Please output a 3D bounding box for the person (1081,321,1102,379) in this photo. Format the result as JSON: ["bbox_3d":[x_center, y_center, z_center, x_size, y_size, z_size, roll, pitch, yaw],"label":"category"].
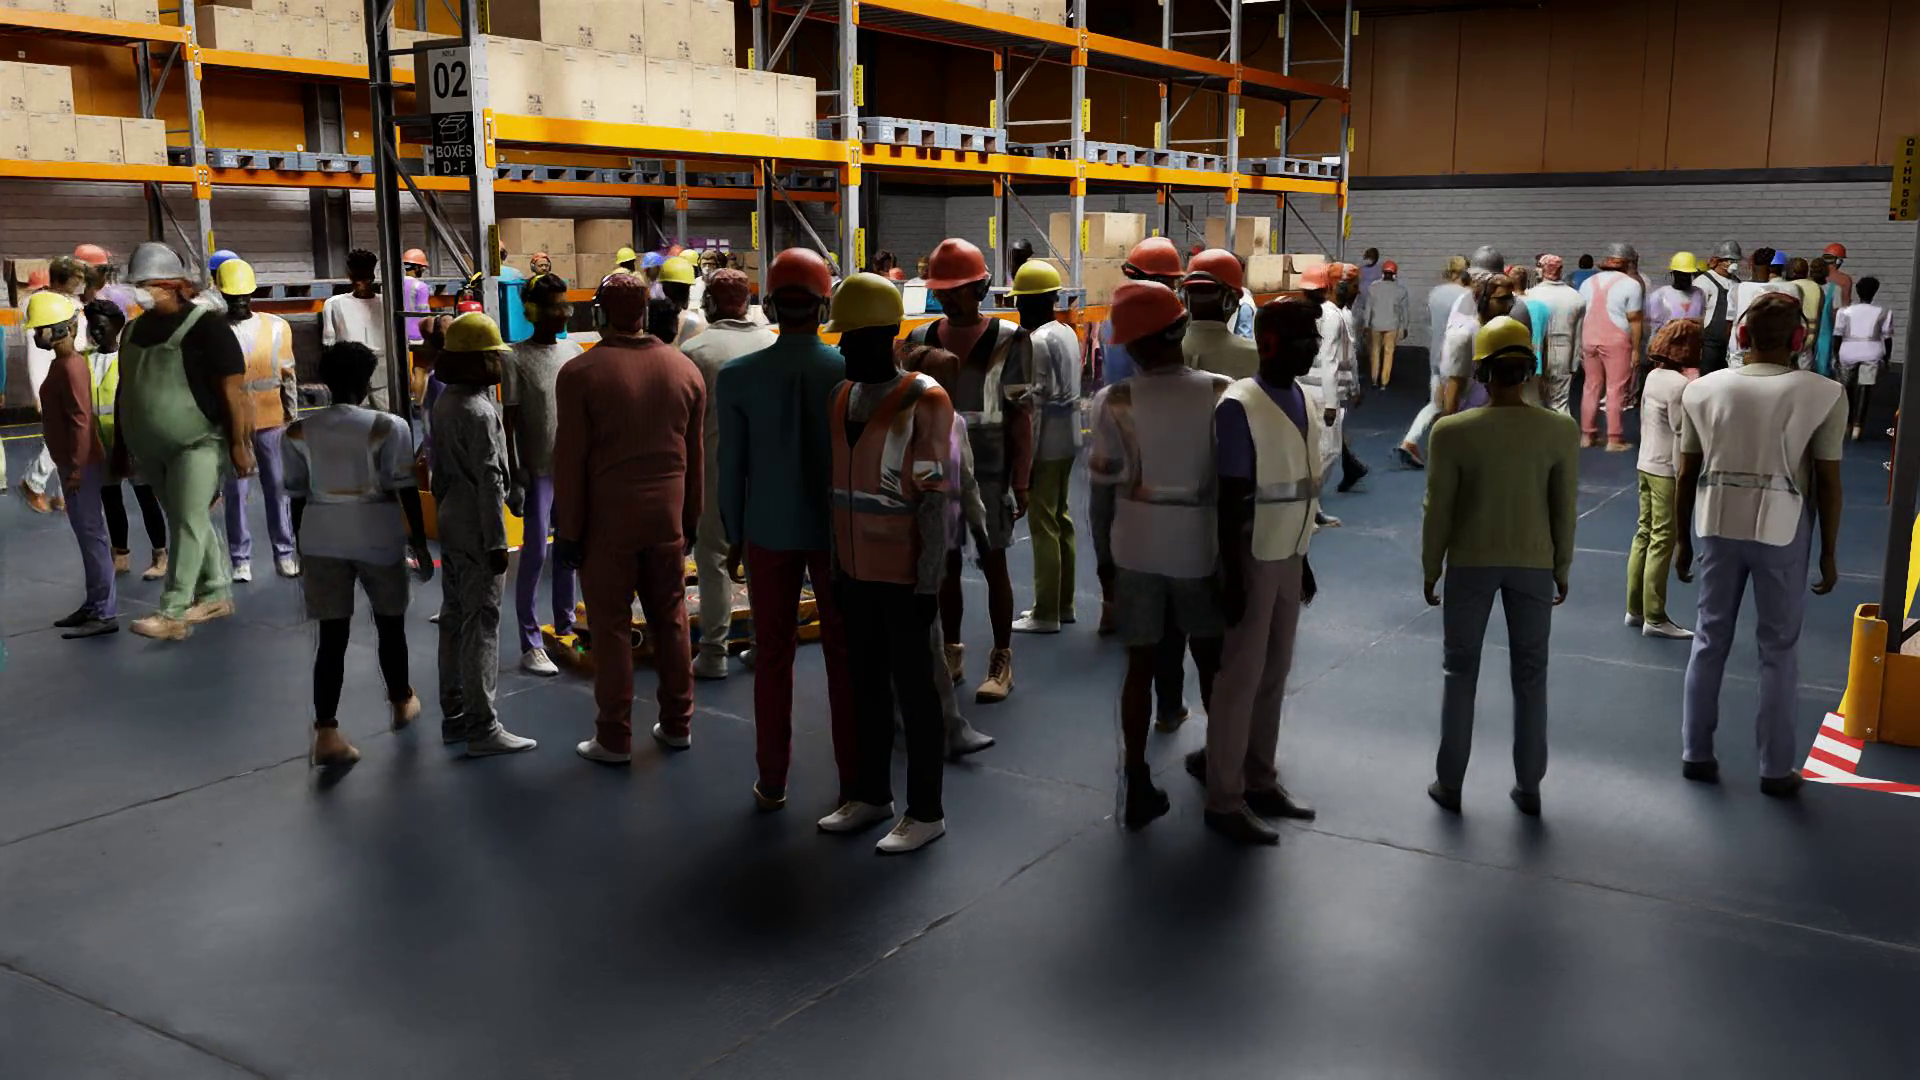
[{"bbox_3d":[1.973,-3.361,24.417,0.408,1.986,0.618,-9,13,-40],"label":"person"}]

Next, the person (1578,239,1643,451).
[{"bbox_3d":[6.324,-1.890,16.105,0.536,2.000,0.688,-6,12,-32],"label":"person"}]

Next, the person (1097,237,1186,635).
[{"bbox_3d":[0.928,-0.481,8.329,0.399,2.040,0.610,-5,12,-27],"label":"person"}]

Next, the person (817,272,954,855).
[{"bbox_3d":[-0.267,0.077,5.551,0.385,1.919,0.583,-9,14,-42],"label":"person"}]

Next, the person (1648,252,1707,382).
[{"bbox_3d":[6.913,-1.796,15.949,0.609,1.902,0.700,-1,10,-6],"label":"person"}]

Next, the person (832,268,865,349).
[{"bbox_3d":[-1.571,-3.206,24.071,0.643,1.808,0.455,6,12,31],"label":"person"}]

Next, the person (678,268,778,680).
[{"bbox_3d":[-1.068,-0.303,7.721,0.654,1.899,0.398,-9,14,-42],"label":"person"}]

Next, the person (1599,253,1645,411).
[{"bbox_3d":[7.860,-2.476,19.763,0.399,1.899,0.635,9,14,42],"label":"person"}]

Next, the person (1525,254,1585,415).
[{"bbox_3d":[5.098,-1.533,14.533,0.646,1.899,0.396,-2,11,-13],"label":"person"}]

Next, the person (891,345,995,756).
[{"bbox_3d":[-0.079,0.043,6.598,0.798,1.601,0.518,7,13,36],"label":"person"}]

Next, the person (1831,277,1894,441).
[{"bbox_3d":[9.182,-1.845,16.936,0.545,1.646,0.890,6,12,30],"label":"person"}]

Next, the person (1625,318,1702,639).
[{"bbox_3d":[3.627,-0.319,8.528,0.280,1.633,0.502,0,10,2],"label":"person"}]

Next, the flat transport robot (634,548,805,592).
[{"bbox_3d":[-1.307,0.149,9.708,0.652,0.197,1.431,6,12,31],"label":"flat transport robot"}]

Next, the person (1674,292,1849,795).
[{"bbox_3d":[2.911,0.016,6.119,0.564,1.837,0.385,9,14,41],"label":"person"}]

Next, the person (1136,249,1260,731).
[{"bbox_3d":[1.010,-0.181,6.785,0.609,1.986,0.392,5,12,27],"label":"person"}]

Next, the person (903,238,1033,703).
[{"bbox_3d":[0.014,-0.296,7.319,0.612,2.029,0.407,4,11,21],"label":"person"}]

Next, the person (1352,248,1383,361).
[{"bbox_3d":[6.820,-3.916,27.729,0.449,1.897,0.675,-7,12,-33],"label":"person"}]

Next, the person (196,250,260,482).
[{"bbox_3d":[-6.180,-1.462,14.023,0.414,1.940,0.611,1,10,4],"label":"person"}]

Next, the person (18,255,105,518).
[{"bbox_3d":[-6.542,-1.099,12.065,0.496,1.913,0.649,0,10,2],"label":"person"}]

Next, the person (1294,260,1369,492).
[{"bbox_3d":[2.875,-1.226,12.901,0.989,1.887,0.582,-7,12,-34],"label":"person"}]

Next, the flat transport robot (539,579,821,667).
[{"bbox_3d":[-1.329,0.392,8.363,1.431,0.197,0.652,-6,12,-31],"label":"flat transport robot"}]

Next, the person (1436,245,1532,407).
[{"bbox_3d":[3.876,-1.195,12.252,0.920,2.000,0.679,-6,12,-30],"label":"person"}]

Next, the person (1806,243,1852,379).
[{"bbox_3d":[10.750,-2.677,20.636,0.413,1.987,0.608,-6,12,-32],"label":"person"}]

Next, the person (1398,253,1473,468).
[{"bbox_3d":[4.240,-1.540,14.526,0.800,1.911,0.643,-4,11,-23],"label":"person"}]

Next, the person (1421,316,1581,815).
[{"bbox_3d":[1.896,0.096,5.890,0.528,1.761,0.339,2,10,9],"label":"person"}]

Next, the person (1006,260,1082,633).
[{"bbox_3d":[0.422,-0.476,8.612,0.397,1.920,0.587,4,11,21],"label":"person"}]

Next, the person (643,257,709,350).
[{"bbox_3d":[-1.809,-0.851,10.694,0.621,1.909,0.457,4,11,23],"label":"person"}]

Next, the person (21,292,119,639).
[{"bbox_3d":[-4.554,-0.380,8.514,0.324,1.763,0.524,-6,12,-31],"label":"person"}]

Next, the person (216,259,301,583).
[{"bbox_3d":[-4.226,-0.700,9.877,0.592,1.912,0.397,-7,13,-36],"label":"person"}]

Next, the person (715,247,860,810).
[{"bbox_3d":[-0.549,-0.027,5.905,0.608,1.995,0.376,-1,10,-4],"label":"person"}]

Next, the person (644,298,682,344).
[{"bbox_3d":[-1.829,-0.608,9.983,0.371,1.672,0.567,-1,10,-8],"label":"person"}]

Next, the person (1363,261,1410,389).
[{"bbox_3d":[5.832,-2.932,22.717,0.602,1.729,0.630,3,11,18],"label":"person"}]

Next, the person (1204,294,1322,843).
[{"bbox_3d":[1.027,0.084,5.711,0.376,1.842,0.571,7,13,35],"label":"person"}]

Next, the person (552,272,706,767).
[{"bbox_3d":[-1.297,-0.083,6.494,0.653,1.900,0.399,-9,14,-42],"label":"person"}]

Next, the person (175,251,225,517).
[{"bbox_3d":[-5.586,-1.085,11.897,0.647,1.943,0.433,8,13,36],"label":"person"}]

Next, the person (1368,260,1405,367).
[{"bbox_3d":[6.838,-3.652,26.787,0.578,1.717,0.706,1,10,4],"label":"person"}]

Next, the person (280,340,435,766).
[{"bbox_3d":[-2.381,0.033,6.568,0.581,1.650,0.800,-1,10,-6],"label":"person"}]

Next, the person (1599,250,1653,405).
[{"bbox_3d":[8.143,-2.597,20.395,0.405,1.906,0.653,-3,11,-17],"label":"person"}]

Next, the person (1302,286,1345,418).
[{"bbox_3d":[3.717,-1.866,17.115,0.611,1.615,0.513,-4,11,-19],"label":"person"}]

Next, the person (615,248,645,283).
[{"bbox_3d":[-4.450,-2.989,22.537,0.387,1.916,0.585,-6,12,-30],"label":"person"}]

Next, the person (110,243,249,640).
[{"bbox_3d":[-4.088,-0.516,8.489,0.694,2.000,0.883,4,11,22],"label":"person"}]

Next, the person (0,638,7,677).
[{"bbox_3d":[-3.591,0.066,5.700,0.649,1.891,0.437,8,13,36],"label":"person"}]

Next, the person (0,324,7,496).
[{"bbox_3d":[-7.757,-1.187,13.047,0.351,1.738,0.575,4,11,20],"label":"person"}]

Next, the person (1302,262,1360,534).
[{"bbox_3d":[2.531,-0.989,11.583,0.440,1.876,0.600,1,10,8],"label":"person"}]

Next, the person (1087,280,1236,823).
[{"bbox_3d":[0.756,0.035,5.890,0.626,1.880,0.692,0,10,2],"label":"person"}]

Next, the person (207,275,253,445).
[{"bbox_3d":[-7.201,-1.779,16.312,0.303,1.743,0.494,9,14,41],"label":"person"}]

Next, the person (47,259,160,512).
[{"bbox_3d":[-6.426,-1.162,12.537,1.043,1.893,0.631,-9,13,-40],"label":"person"}]

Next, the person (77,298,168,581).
[{"bbox_3d":[-4.995,-0.588,9.890,0.545,1.689,0.324,2,10,11],"label":"person"}]

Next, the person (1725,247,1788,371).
[{"bbox_3d":[7.796,-1.884,16.319,0.375,1.958,0.598,-8,13,-38],"label":"person"}]

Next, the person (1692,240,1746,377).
[{"bbox_3d":[7.773,-2.052,16.999,0.681,2.000,0.535,-5,11,-26],"label":"person"}]

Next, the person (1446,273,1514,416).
[{"bbox_3d":[3.053,-0.609,9.572,0.539,1.832,0.483,-9,13,-40],"label":"person"}]

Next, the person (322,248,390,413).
[{"bbox_3d":[-4.428,-1.187,12.432,0.602,1.958,0.380,-4,11,-22],"label":"person"}]

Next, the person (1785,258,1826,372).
[{"bbox_3d":[9.007,-2.124,17.990,0.629,1.837,0.430,-3,11,-19],"label":"person"}]

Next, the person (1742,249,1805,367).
[{"bbox_3d":[7.938,-1.870,16.291,0.662,1.929,0.453,-4,11,-21],"label":"person"}]

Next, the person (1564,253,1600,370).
[{"bbox_3d":[9.662,-3.521,25.784,0.626,1.825,0.647,4,11,21],"label":"person"}]

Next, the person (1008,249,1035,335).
[{"bbox_3d":[0.727,-2.404,19.287,0.503,1.923,0.657,-5,11,-25],"label":"person"}]

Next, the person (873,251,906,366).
[{"bbox_3d":[-0.789,-2.099,17.647,0.598,1.908,0.410,-9,13,-40],"label":"person"}]

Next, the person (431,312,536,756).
[{"bbox_3d":[-1.910,-0.026,6.600,0.324,1.742,0.492,-8,13,-37],"label":"person"}]

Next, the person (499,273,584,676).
[{"bbox_3d":[-1.917,-0.309,7.822,0.317,1.867,0.531,7,12,34],"label":"person"}]
